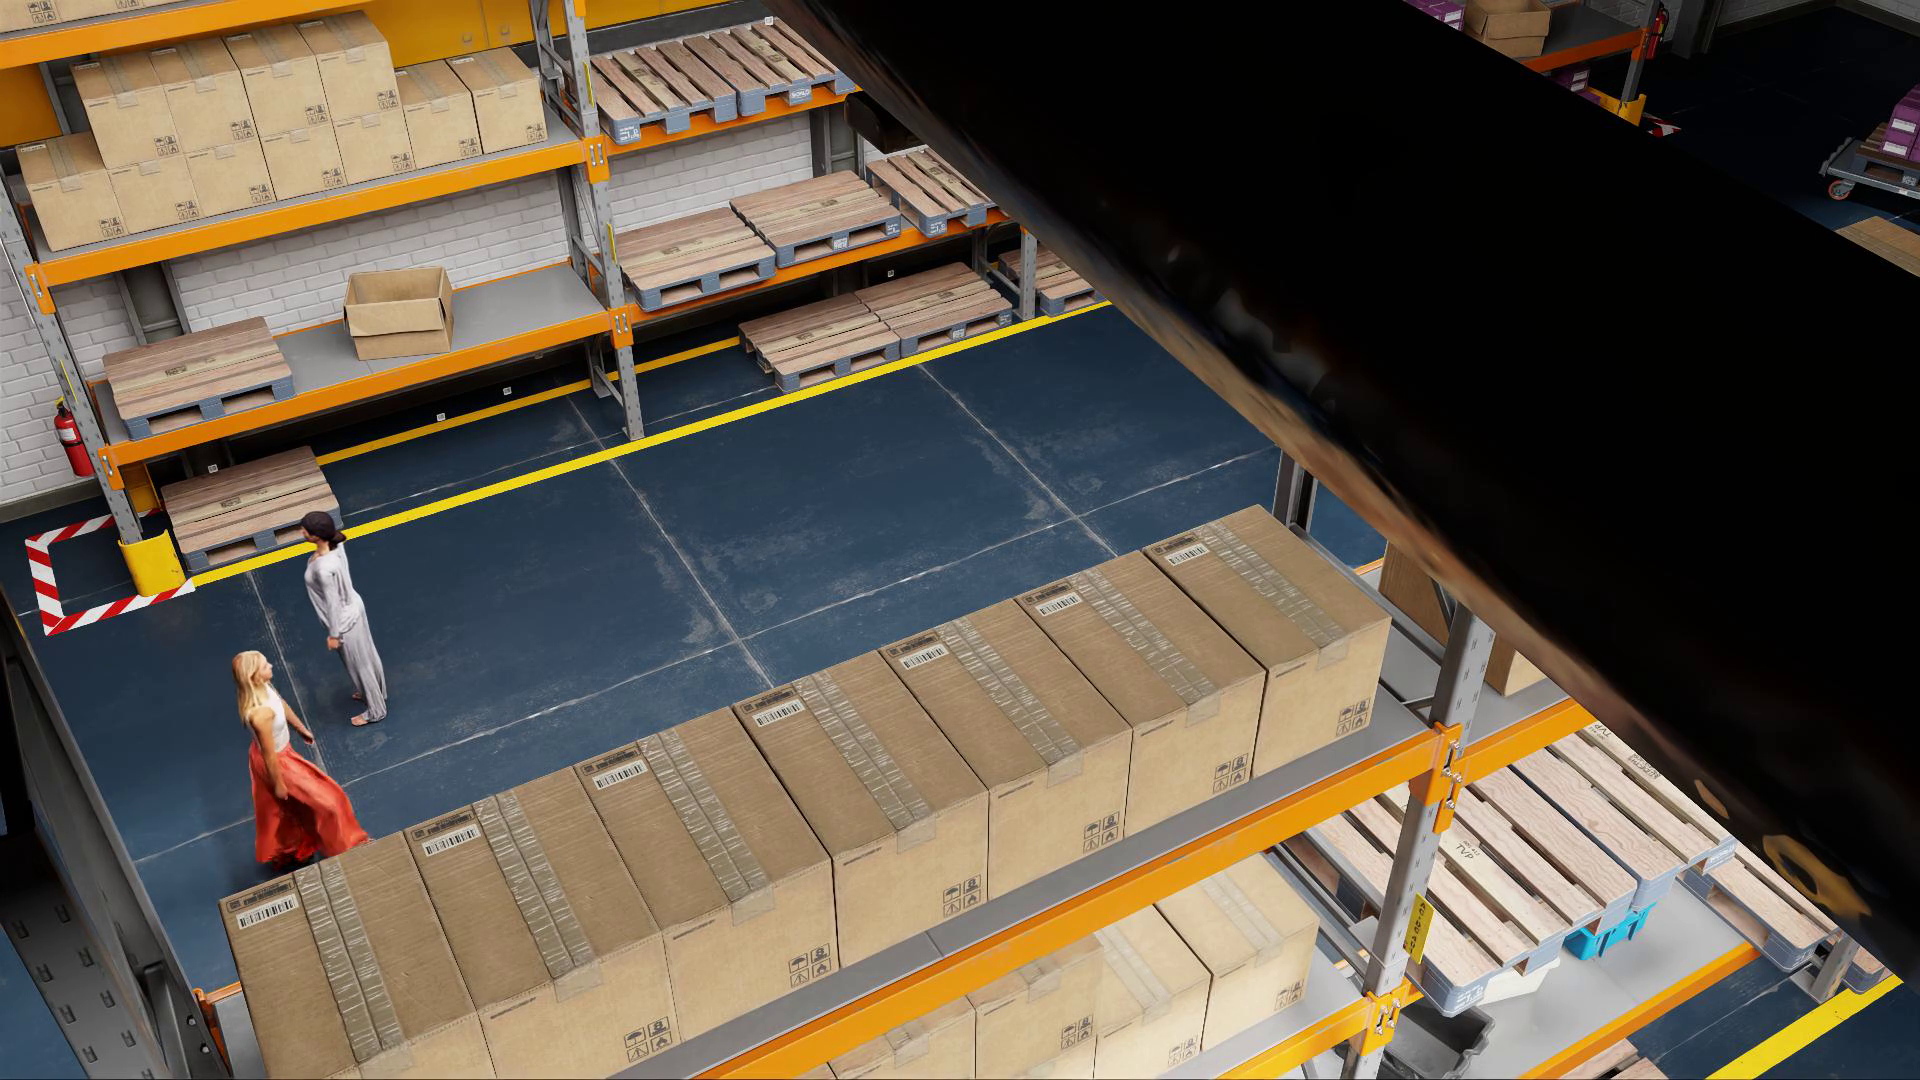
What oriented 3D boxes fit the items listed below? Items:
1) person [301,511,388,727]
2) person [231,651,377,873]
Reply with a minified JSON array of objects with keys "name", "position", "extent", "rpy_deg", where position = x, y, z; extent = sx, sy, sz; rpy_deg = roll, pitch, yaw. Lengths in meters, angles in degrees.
[{"name":"person","position":[-4.168,0.513,11.278],"extent":[0.649,1.774,0.657],"rpy_deg":[-6,39,-7]},{"name":"person","position":[-4.265,1.401,10.163],"extent":[0.970,1.778,0.693],"rpy_deg":[-16,41,-19]}]
